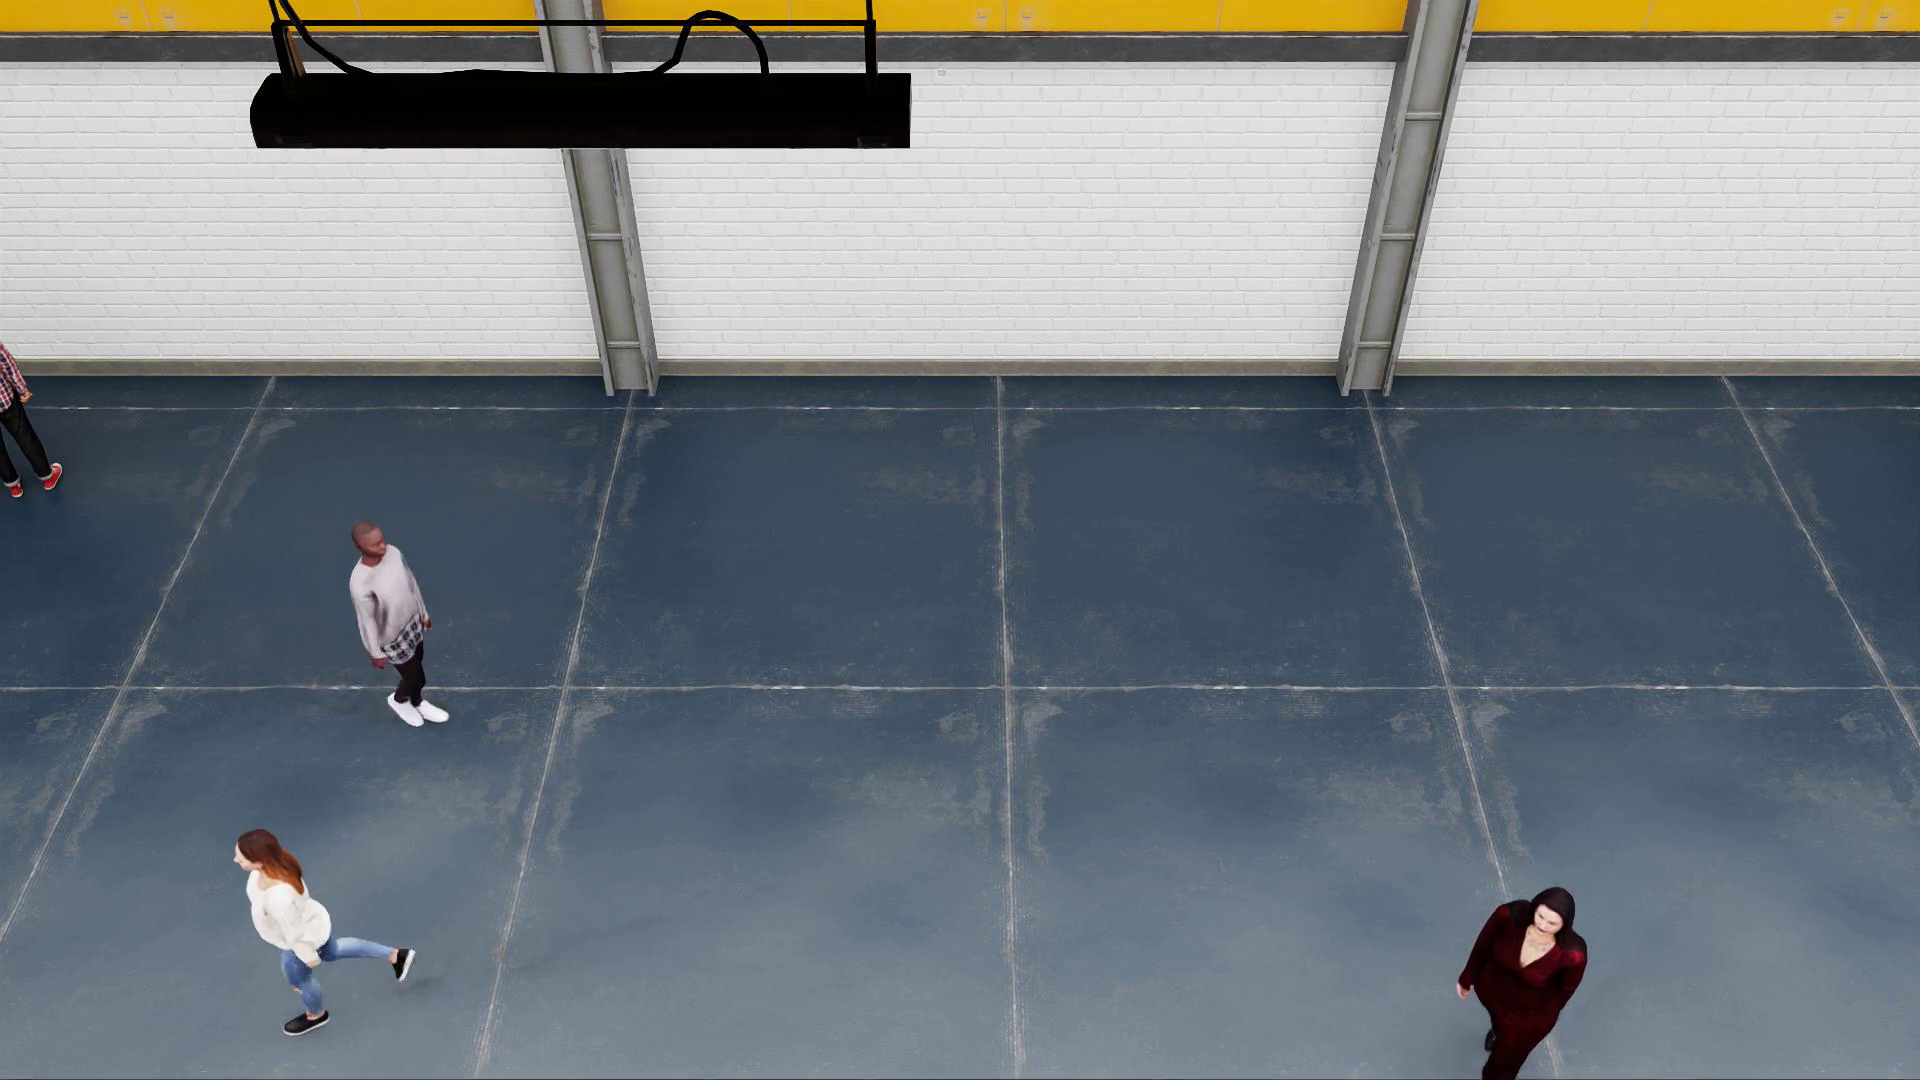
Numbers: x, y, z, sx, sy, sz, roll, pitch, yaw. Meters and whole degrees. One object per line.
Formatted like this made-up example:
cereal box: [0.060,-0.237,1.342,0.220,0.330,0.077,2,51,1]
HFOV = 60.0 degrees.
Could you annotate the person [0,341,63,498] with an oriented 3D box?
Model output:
person: [-7.126,-1.060,12.172,0.666,1.761,0.835,-16,46,-16]

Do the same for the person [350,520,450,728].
person: [-3.636,0.539,10.493,0.747,1.762,0.732,13,45,13]

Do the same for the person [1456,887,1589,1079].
person: [2.944,2.288,8.691,1.183,1.716,1.119,-34,53,-30]

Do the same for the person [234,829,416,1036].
person: [-3.455,2.078,8.945,1.118,1.668,0.892,-16,46,-16]
